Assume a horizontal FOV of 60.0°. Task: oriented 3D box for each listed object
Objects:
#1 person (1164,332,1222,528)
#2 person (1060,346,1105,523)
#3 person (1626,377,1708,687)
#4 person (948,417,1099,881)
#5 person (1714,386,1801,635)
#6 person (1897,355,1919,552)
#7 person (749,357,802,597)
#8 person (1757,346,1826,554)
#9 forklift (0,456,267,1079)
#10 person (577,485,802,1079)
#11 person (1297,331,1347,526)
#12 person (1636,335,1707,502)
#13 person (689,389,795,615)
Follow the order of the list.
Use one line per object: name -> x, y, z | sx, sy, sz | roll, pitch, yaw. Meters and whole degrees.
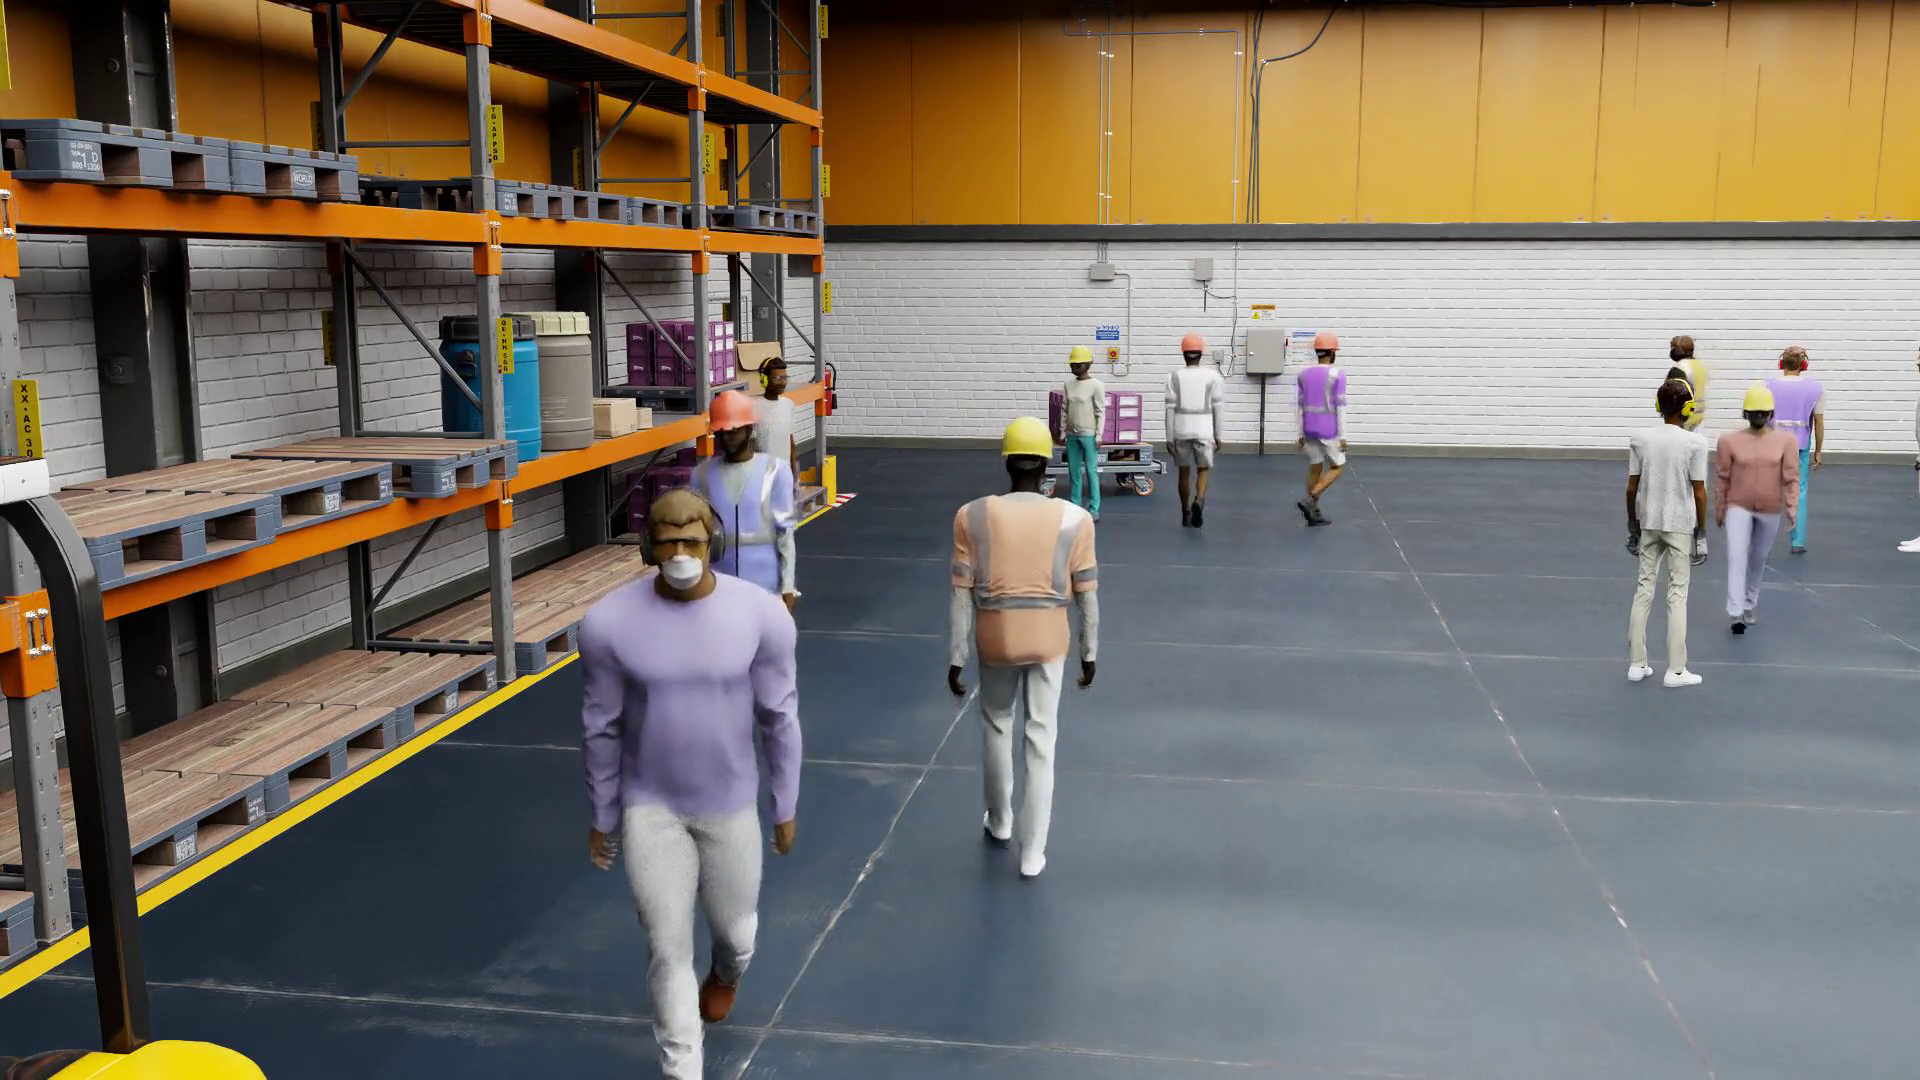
person -> 2.243, -1.044, 16.065 | 0.555, 1.923, 0.724 | 1, 9, 9
person -> 1.192, -1.036, 16.492 | 0.330, 1.765, 0.533 | -9, 13, -44
person -> 4.287, -0.048, 10.072 | 0.329, 1.872, 0.510 | -8, 12, -40
person -> 0.271, 0.425, 7.061 | 0.623, 1.893, 0.833 | 0, 9, 2
person -> 5.506, -0.200, 11.510 | 0.530, 1.708, 0.943 | 3, 10, 17
person -> 8.611, -0.816, 14.805 | 0.331, 1.872, 0.513 | 7, 11, 36
person -> -1.431, -0.459, 12.651 | 0.321, 1.860, 0.512 | 9, 13, 43
person -> 7.321, -0.792, 14.731 | 0.572, 1.843, 0.373 | 4, 10, 24
forklift -> -2.328, 0.975, 2.765 | 2.313, 2.155, 1.214 | 1, 9, 9
person -> -0.796, 0.759, 4.999 | 0.642, 1.914, 0.793 | -1, 9, -5
person -> 3.497, -1.061, 16.163 | 0.517, 1.920, 0.568 | -8, 12, -39
person -> 7.634, -1.279, 17.837 | 0.623, 1.809, 0.833 | -7, 12, -38
person -> -1.092, 0.184, 8.483 | 0.556, 1.920, 0.735 | 1, 9, 4
